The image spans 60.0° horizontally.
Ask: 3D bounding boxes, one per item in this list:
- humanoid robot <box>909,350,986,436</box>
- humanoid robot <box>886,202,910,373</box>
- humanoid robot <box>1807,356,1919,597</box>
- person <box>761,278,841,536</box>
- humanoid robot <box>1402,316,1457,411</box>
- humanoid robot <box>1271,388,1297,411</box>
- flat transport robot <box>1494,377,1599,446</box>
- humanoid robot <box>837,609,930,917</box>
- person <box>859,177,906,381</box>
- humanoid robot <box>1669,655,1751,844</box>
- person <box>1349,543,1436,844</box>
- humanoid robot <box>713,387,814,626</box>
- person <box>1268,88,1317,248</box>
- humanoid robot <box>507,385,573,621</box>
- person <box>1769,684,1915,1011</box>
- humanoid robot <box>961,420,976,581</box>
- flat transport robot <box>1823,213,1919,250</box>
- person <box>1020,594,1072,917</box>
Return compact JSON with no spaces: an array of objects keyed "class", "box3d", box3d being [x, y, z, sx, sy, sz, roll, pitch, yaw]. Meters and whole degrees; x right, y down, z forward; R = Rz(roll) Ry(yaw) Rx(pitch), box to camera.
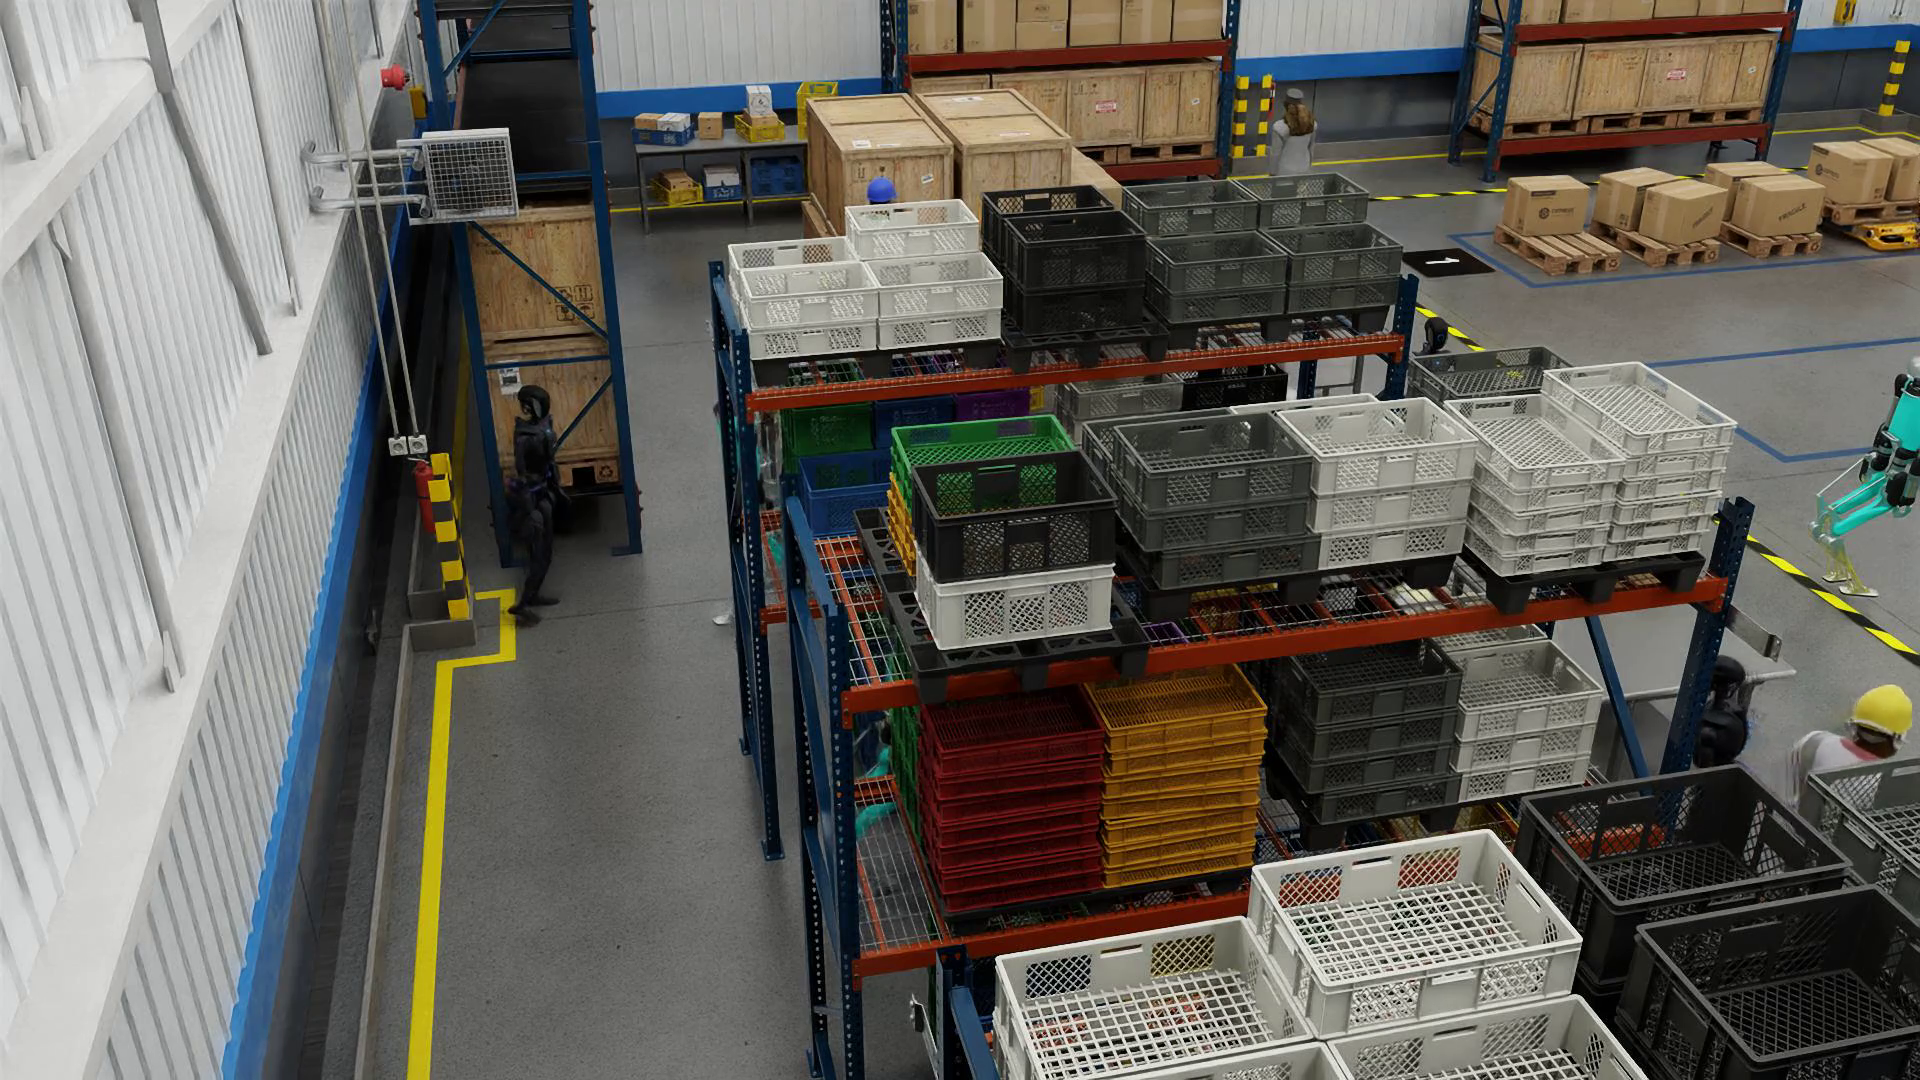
[{"class":"humanoid robot","box3d":[-0.109,-0.361,11.054,0.532,1.696,0.740,4,28,8]},{"class":"humanoid robot","box3d":[-0.605,-2.180,14.678,0.538,1.639,0.587,-6,28,-12]},{"class":"humanoid robot","box3d":[6.054,-0.417,11.124,0.735,1.673,0.533,-1,28,-3]},{"class":"person","box3d":[-1.150,-0.970,11.987,0.606,2.043,0.376,5,28,10]},{"class":"humanoid robot","box3d":[3.366,-0.840,12.114,0.599,1.657,0.315,-6,28,-11]},{"class":"humanoid robot","box3d":[2.279,-0.133,10.815,0.795,1.843,0.570,-2,28,-4]},{"class":"flat transport robot","box3d":[4.780,-1.036,14.013,0.659,0.231,1.431,-6,28,-12]},{"class":"humanoid robot","box3d":[-0.448,1.151,8.318,0.795,1.785,0.549,-7,29,-12]},{"class":"person","box3d":[-0.673,-2.163,14.346,0.613,1.950,0.375,21,35,35]},{"class":"humanoid robot","box3d":[3.637,1.277,8.109,0.356,1.639,0.609,16,32,28]},{"class":"person","box3d":[2.298,0.807,8.850,0.482,1.823,0.702,11,30,19]},{"class":"humanoid robot","box3d":[-1.182,-0.243,10.978,1.032,1.759,0.541,-13,31,-24]},{"class":"person","box3d":[3.571,-3.988,18.009,0.564,1.762,0.407,-13,30,-23]},{"class":"humanoid robot","box3d":[-2.830,-0.267,11.055,0.396,1.641,0.600,4,28,7]},{"class":"person","box3d":[4.120,1.435,7.677,0.783,1.795,0.597,-16,32,-28]},{"class":"humanoid robot","box3d":[-0.003,-0.027,10.573,0.315,1.655,0.599,1,28,2]},{"class":"flat transport robot","box3d":[10.248,-3.615,18.876,0.652,0.197,1.431,-6,28,-12]},{"class":"person","box3d":[0.458,1.042,8.338,0.342,1.882,0.585,-4,28,-8]}]
